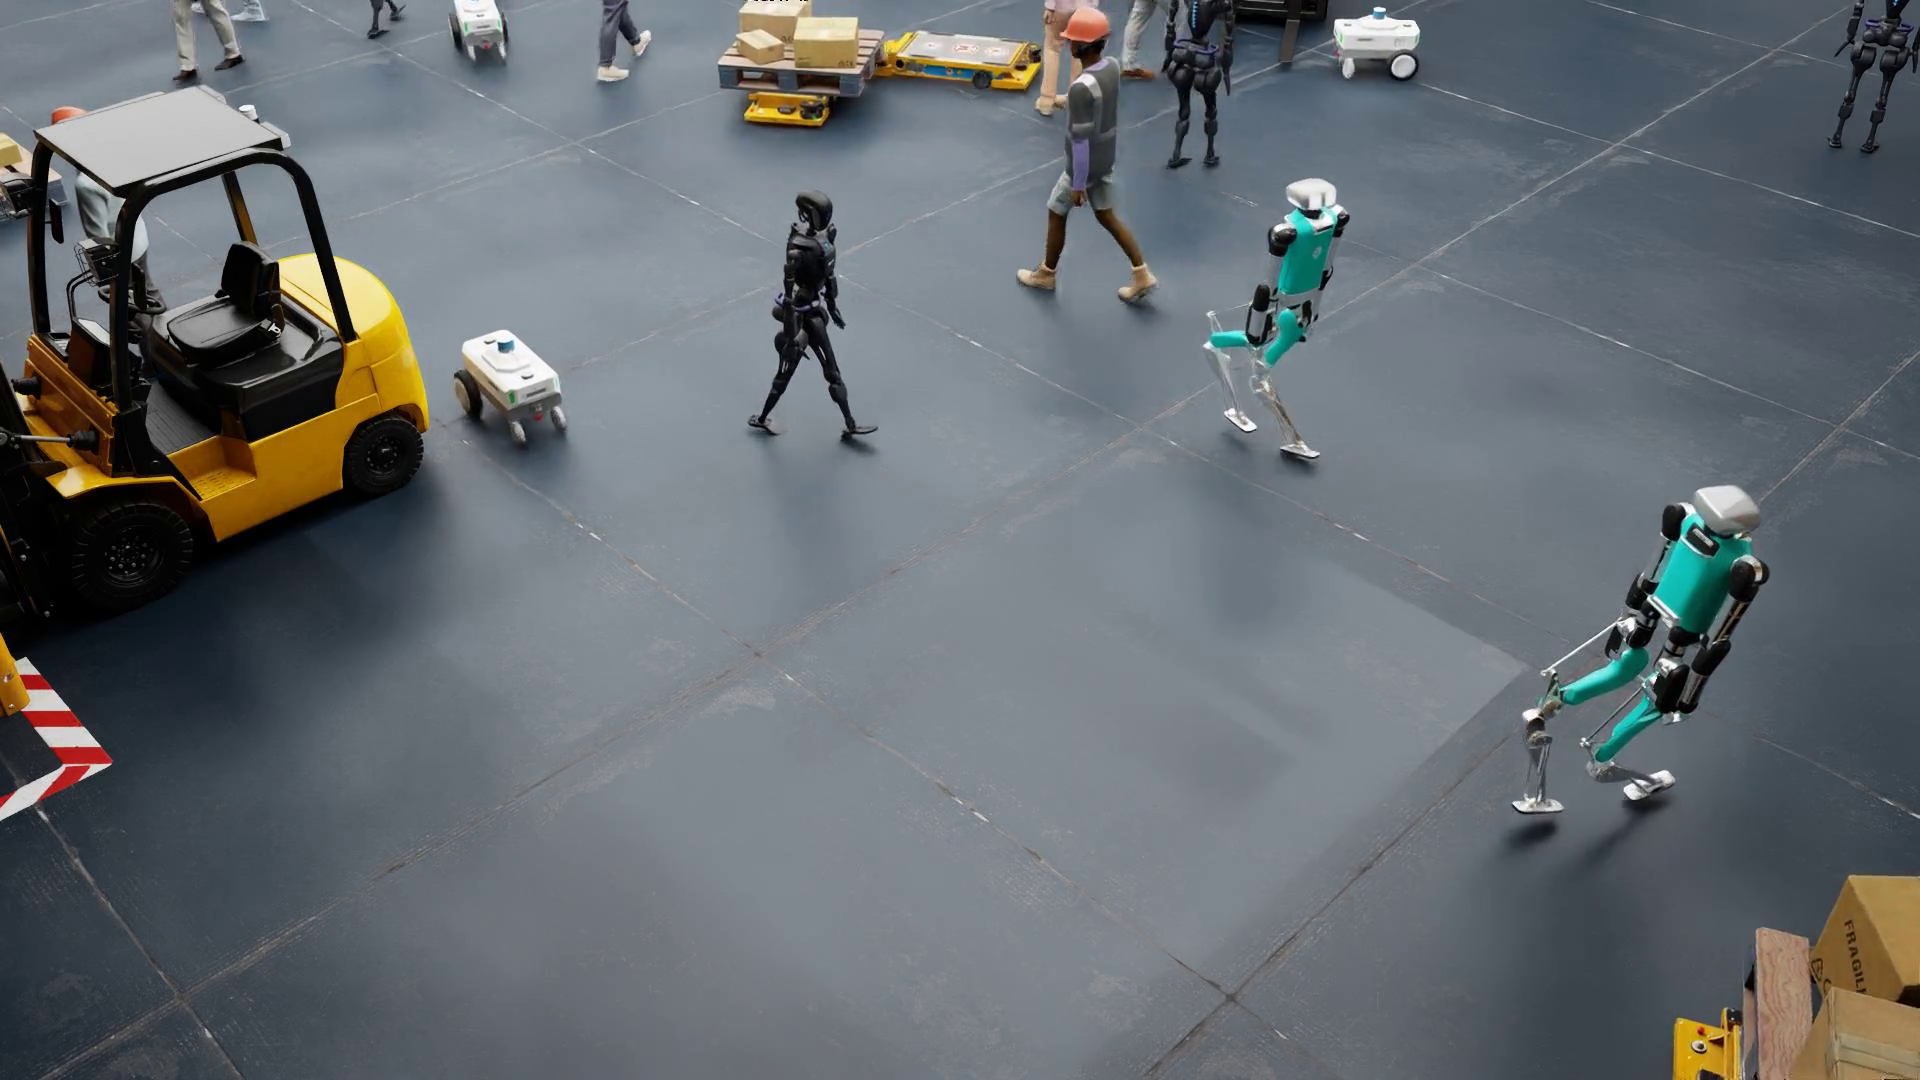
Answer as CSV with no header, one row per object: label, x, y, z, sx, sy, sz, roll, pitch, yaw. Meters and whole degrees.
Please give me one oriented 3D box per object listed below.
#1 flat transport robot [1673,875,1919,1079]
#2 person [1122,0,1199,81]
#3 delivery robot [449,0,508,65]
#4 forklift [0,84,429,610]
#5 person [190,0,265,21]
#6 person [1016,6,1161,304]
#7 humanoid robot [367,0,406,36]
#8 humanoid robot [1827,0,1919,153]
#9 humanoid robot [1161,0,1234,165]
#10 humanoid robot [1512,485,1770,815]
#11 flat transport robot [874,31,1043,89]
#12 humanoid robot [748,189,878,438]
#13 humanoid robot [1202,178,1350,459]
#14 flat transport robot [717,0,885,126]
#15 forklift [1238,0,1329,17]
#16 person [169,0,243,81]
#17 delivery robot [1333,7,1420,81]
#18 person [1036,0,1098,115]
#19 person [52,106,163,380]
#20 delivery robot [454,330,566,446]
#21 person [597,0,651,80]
flat transport robot,3.373,2.189,6.067,1.431,0.231,0.659,12,38,16
person,1.789,-4.780,14.033,0.833,1.891,0.641,0,37,0
delivery robot,-4.337,-4.666,15.004,0.499,0.595,0.783,-12,39,-16
forklift,-4.145,-1.093,8.856,2.313,2.155,1.214,-31,47,-34
person,-7.006,-5.704,15.280,0.863,1.884,0.603,-1,37,-2
person,0.893,-2.480,10.874,1.002,2.005,0.621,19,41,23
humanoid robot,-5.372,-5.511,15.220,0.610,1.619,0.726,14,39,18
humanoid robot,7.208,-3.884,13.007,0.599,1.657,0.315,19,41,24
humanoid robot,1.817,-3.661,12.723,0.601,1.652,0.421,21,42,26
humanoid robot,2.776,0.578,7.032,1.027,1.739,0.530,-12,38,-15
flat transport robot,-0.032,-4.234,14.664,1.431,0.231,0.659,9,38,12
humanoid robot,-0.888,-1.274,9.561,0.811,1.623,0.590,14,39,18
humanoid robot,1.748,-1.290,9.501,0.538,1.767,0.889,-23,43,-28
flat transport robot,-1.329,-3.907,14.227,0.659,0.231,1.431,6,37,8
forklift,3.106,-6.400,15.960,1.214,2.155,2.313,8,37,10
person,-6.615,-4.791,14.179,0.565,1.738,0.800,16,39,20
delivery robot,3.675,-4.358,14.602,0.779,0.608,0.508,2,37,2
person,0.925,-4.346,13.573,0.545,1.772,0.453,-22,42,-26
person,-5.179,-1.816,10.199,0.352,1.737,0.575,-3,37,-4
delivery robot,-2.718,-0.972,10.063,0.499,0.598,0.777,-25,43,-29
person,-2.984,-4.969,14.365,0.906,1.800,0.965,18,40,23
